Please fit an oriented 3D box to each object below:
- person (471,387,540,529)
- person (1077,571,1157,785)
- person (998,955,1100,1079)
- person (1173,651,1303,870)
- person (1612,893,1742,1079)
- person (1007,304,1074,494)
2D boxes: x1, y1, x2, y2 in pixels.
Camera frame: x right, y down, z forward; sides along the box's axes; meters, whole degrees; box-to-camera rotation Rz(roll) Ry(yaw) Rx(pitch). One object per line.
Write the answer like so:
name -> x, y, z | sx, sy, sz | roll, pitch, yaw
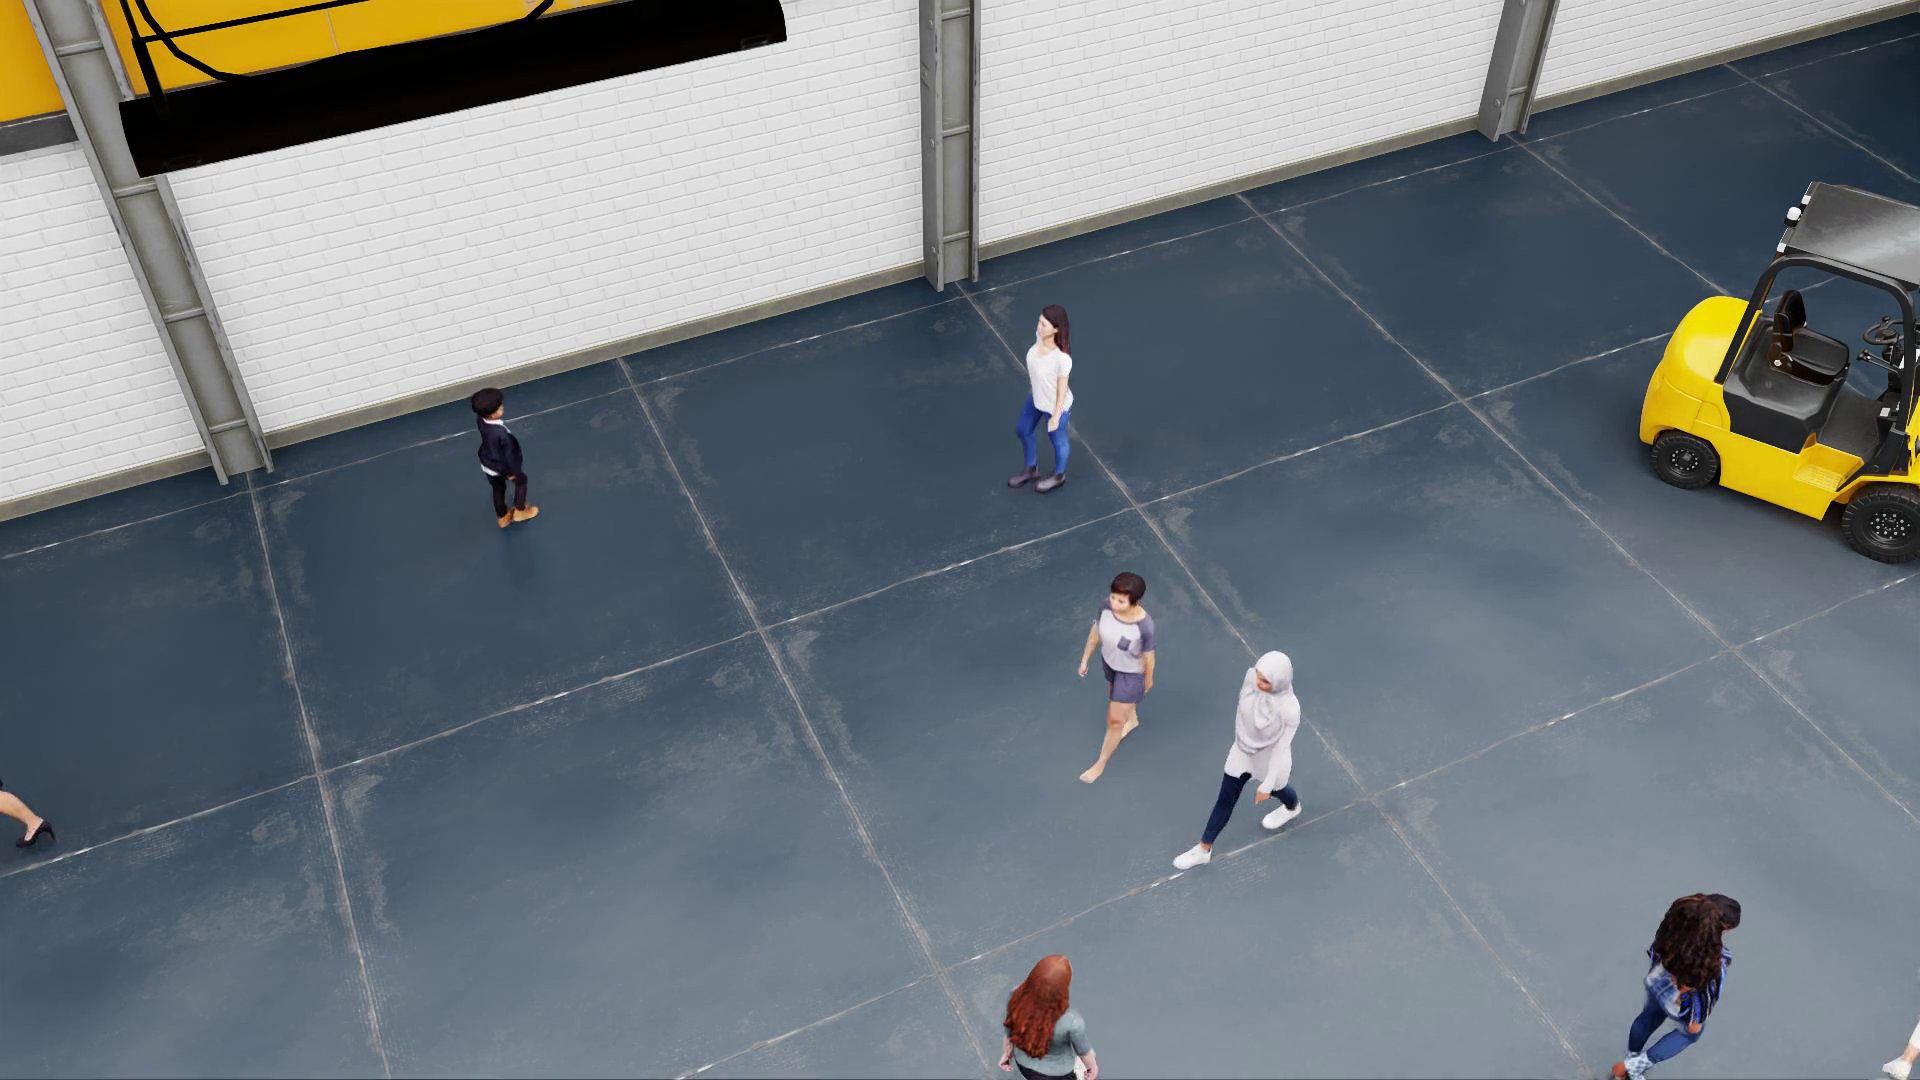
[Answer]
person -> -3.347, -0.555, 11.929 | 0.604, 1.215, 0.644 | 24, 49, 23
person -> 1.064, 0.739, 10.338 | 0.963, 1.537, 0.734 | -31, 52, -29
person -> 0.359, 2.674, 8.197 | 0.964, 1.687, 1.218 | 27, 50, 26
person -> 1.837, 1.238, 9.676 | 1.203, 1.727, 0.725 | -22, 48, -22
person -> 3.633, 2.362, 8.580 | 0.618, 1.611, 0.648 | -13, 45, -13
person -> 0.728, -1.018, 12.082 | 0.655, 1.675, 0.629 | -20, 47, -20
